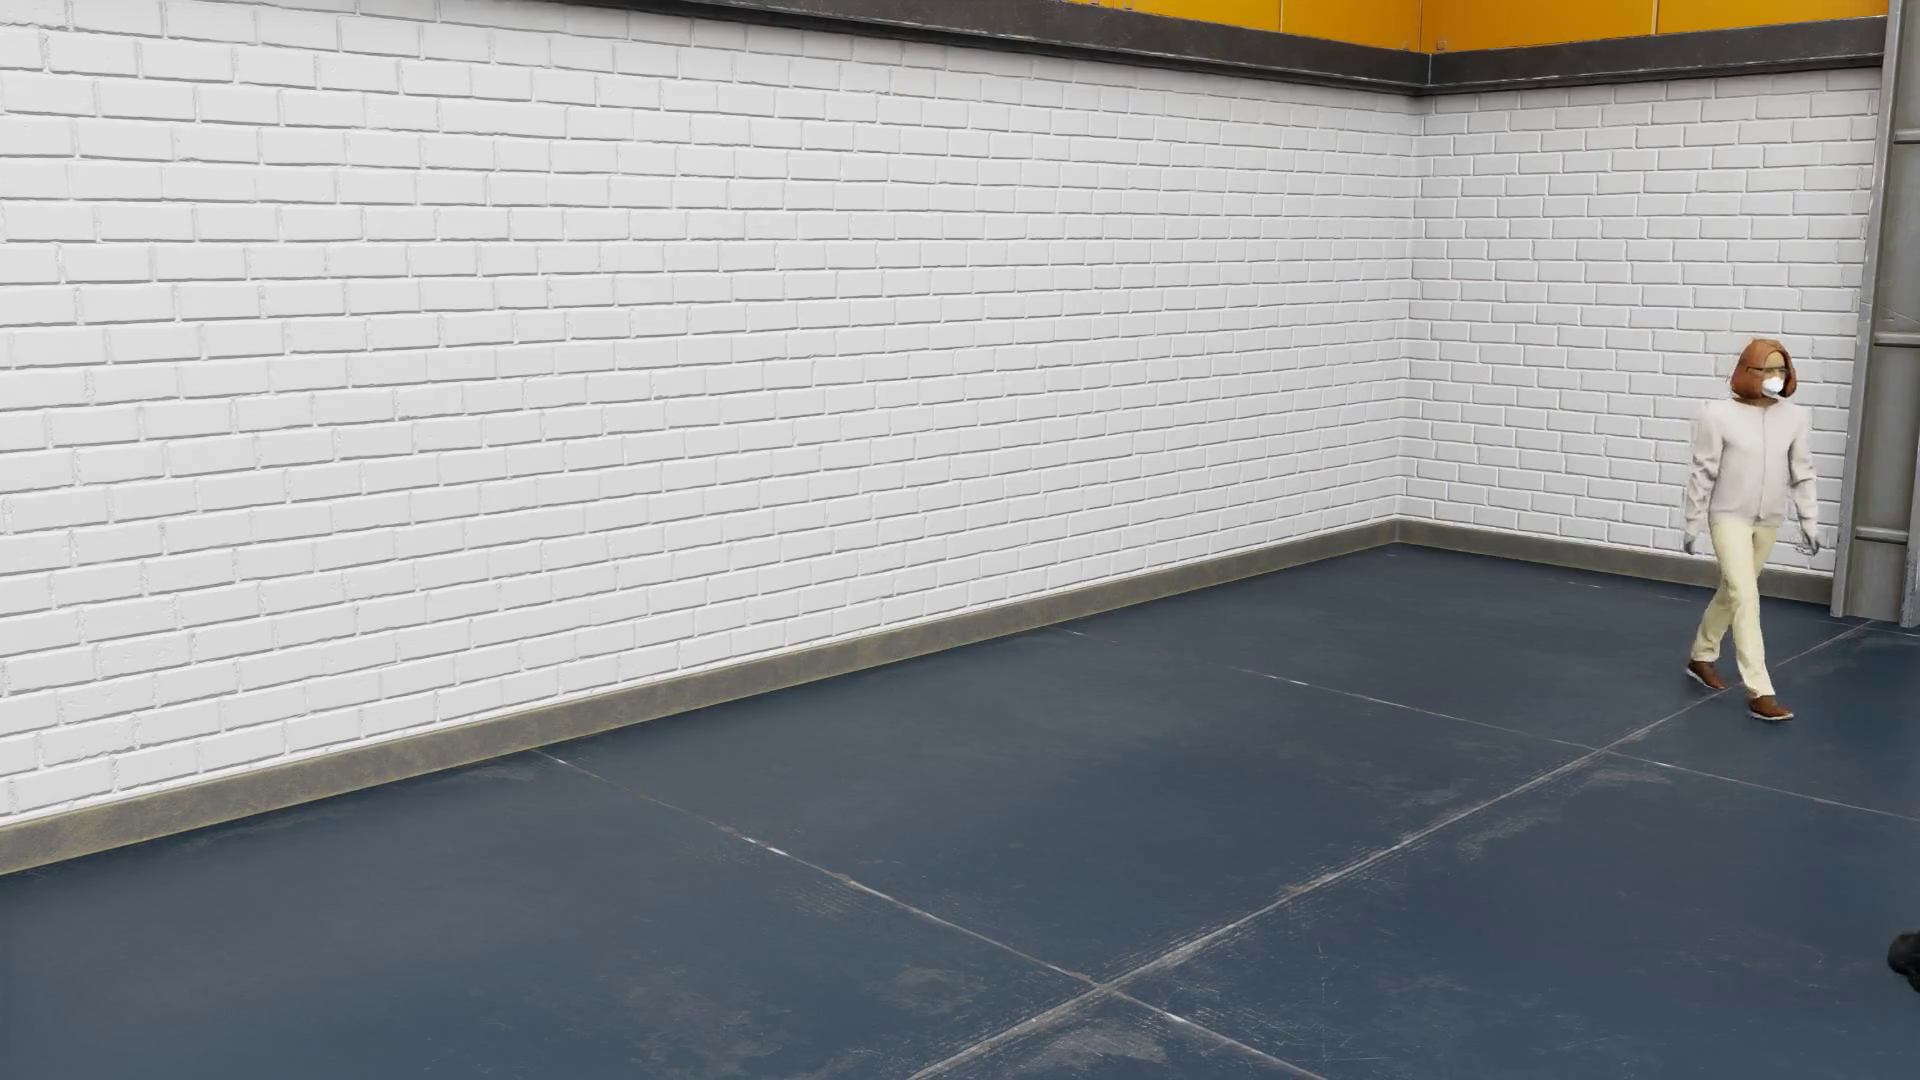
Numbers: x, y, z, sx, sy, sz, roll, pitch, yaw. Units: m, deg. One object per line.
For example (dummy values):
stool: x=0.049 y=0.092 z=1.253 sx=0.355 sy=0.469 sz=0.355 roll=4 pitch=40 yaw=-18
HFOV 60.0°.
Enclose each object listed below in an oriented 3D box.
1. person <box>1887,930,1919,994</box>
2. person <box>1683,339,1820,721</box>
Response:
person: x=2.782 y=0.326 z=4.212 sx=0.370 sy=1.888 sz=0.669 roll=-3 pitch=11 yaw=-16
person: x=3.405 y=-0.071 z=7.155 sx=0.516 sy=1.583 sz=0.852 roll=-2 pitch=11 yaw=-9
